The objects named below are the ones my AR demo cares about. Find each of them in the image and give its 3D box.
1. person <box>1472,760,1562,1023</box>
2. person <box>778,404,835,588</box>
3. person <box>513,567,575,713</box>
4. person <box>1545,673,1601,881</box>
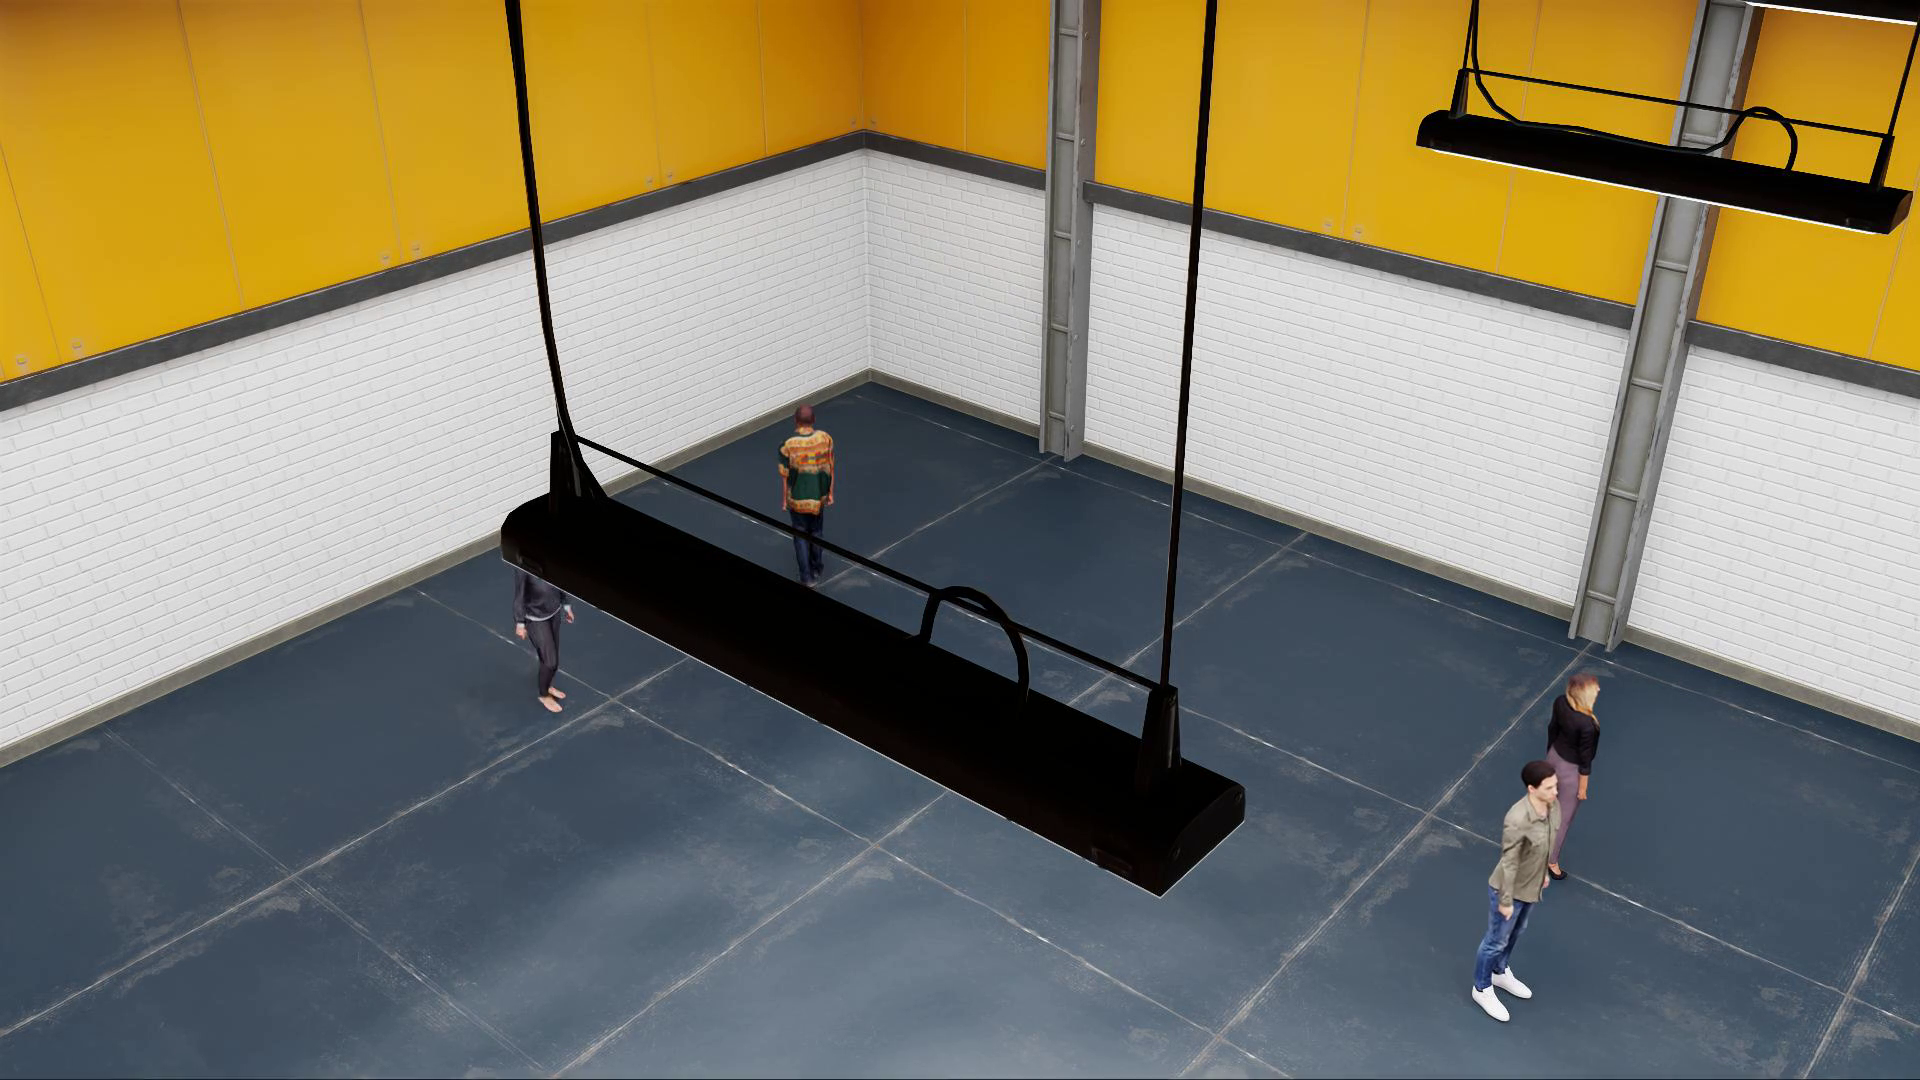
[{"bbox_3d":[3.542,2.184,10.598,0.732,1.864,0.633,-23,36,-36],"label":"person"},{"bbox_3d":[-1.413,-0.413,15.420,0.841,1.804,0.878,-11,30,-19],"label":"person"},{"bbox_3d":[-3.511,0.579,13.698,0.686,1.714,0.694,12,31,22],"label":"person"},{"bbox_3d":[4.271,1.652,11.776,0.750,1.670,0.657,-8,30,-14],"label":"person"}]
